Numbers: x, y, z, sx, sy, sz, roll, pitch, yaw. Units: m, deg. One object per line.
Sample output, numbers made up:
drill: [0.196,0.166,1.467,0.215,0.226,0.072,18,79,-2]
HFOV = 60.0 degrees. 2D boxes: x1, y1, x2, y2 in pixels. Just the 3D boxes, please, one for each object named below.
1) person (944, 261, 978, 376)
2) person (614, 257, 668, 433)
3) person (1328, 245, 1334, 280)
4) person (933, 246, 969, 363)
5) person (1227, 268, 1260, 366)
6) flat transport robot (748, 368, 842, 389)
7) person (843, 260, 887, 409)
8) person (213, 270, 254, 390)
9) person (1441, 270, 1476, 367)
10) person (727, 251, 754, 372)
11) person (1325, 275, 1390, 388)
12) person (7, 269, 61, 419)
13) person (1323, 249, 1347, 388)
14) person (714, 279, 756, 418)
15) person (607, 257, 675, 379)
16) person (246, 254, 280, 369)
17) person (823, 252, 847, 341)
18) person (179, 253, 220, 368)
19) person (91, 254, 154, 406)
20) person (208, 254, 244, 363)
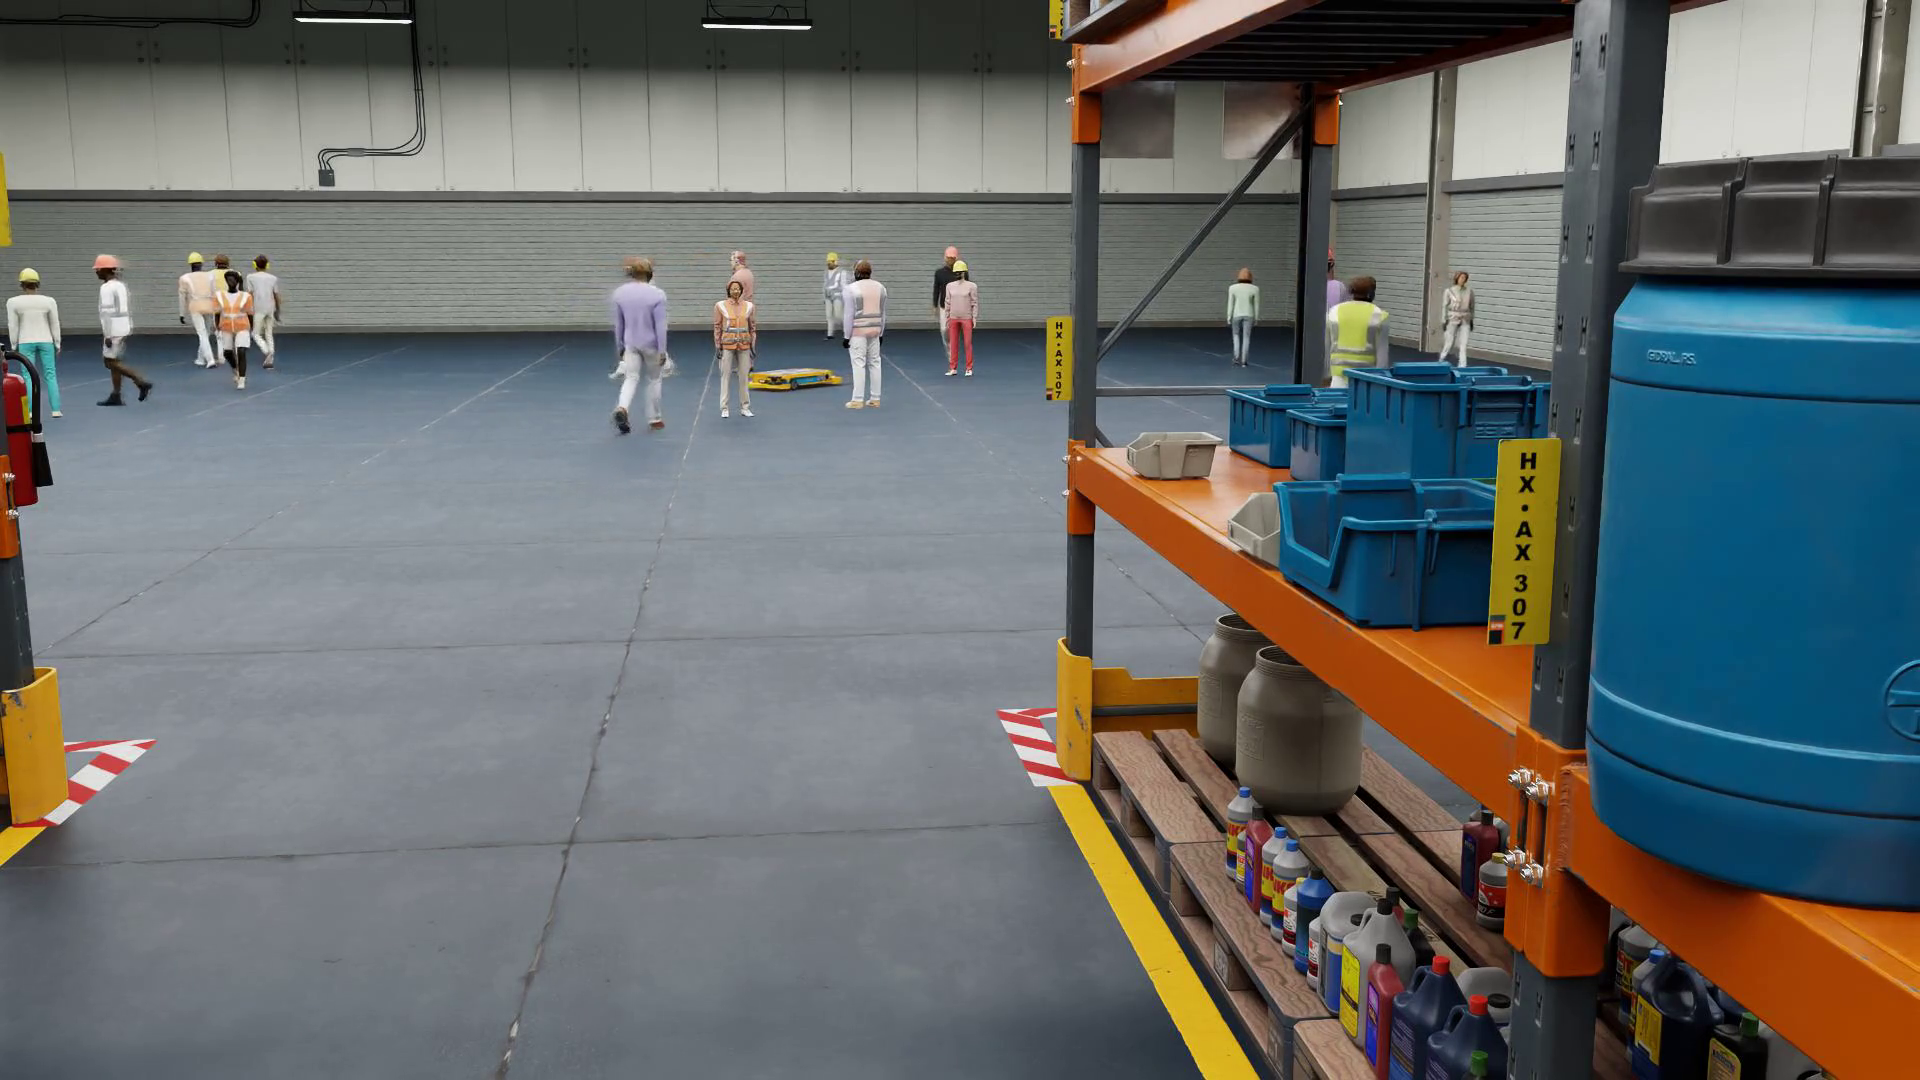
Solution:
person: [0.008,-3.390,25.512,0.534,1.767,0.317,4,11,19]
person: [-3.488,-2.112,18.115,0.637,1.913,0.847,3,11,14]
person: [6.759,-4.506,31.001,0.613,1.994,0.383,-8,13,-38]
person: [-0.141,-4.035,28.476,0.623,1.975,0.692,1,10,7]
person: [4.711,-3.695,27.606,0.523,1.610,0.645,2,11,12]
flat transport robot: [-2.383,-2.294,23.604,0.652,0.197,1.431,7,13,35]
person: [-1.211,-2.559,20.749,0.626,1.844,0.429,-9,14,-40]
person: [-10.191,-2.969,23.407,0.530,1.678,0.599,-3,11,-14]
person: [7.771,-3.405,26.010,0.522,1.622,0.610,0,10,-2]
person: [-3.472,-3.596,26.263,0.402,1.904,0.652,1,10,7]
person: [3.573,-1.491,15.019,0.619,1.802,0.953,6,12,30]
person: [-10.858,-2.281,19.535,0.538,1.769,0.494,-6,12,-32]
person: [3.672,-1.989,17.068,0.605,2.045,0.383,-7,13,-35]
person: [-2.662,-2.267,19.699,0.513,1.641,0.307,-4,11,-23]
person: [-4.791,-3.334,25.037,1.007,1.838,0.589,-6,12,-28]
person: [-11.197,-3.660,26.762,0.533,1.850,0.485,-10,14,-43]
person: [-2.570,-5.022,34.319,0.606,1.811,0.565,7,12,34]
person: [-12.414,-3.748,27.193,0.996,1.881,0.597,10,14,44]
person: [-10.575,-2.629,20.928,0.644,1.919,0.555,-1,10,-7]
person: [-12.418,-3.905,28.126,0.622,1.844,0.429,-6,12,-30]
